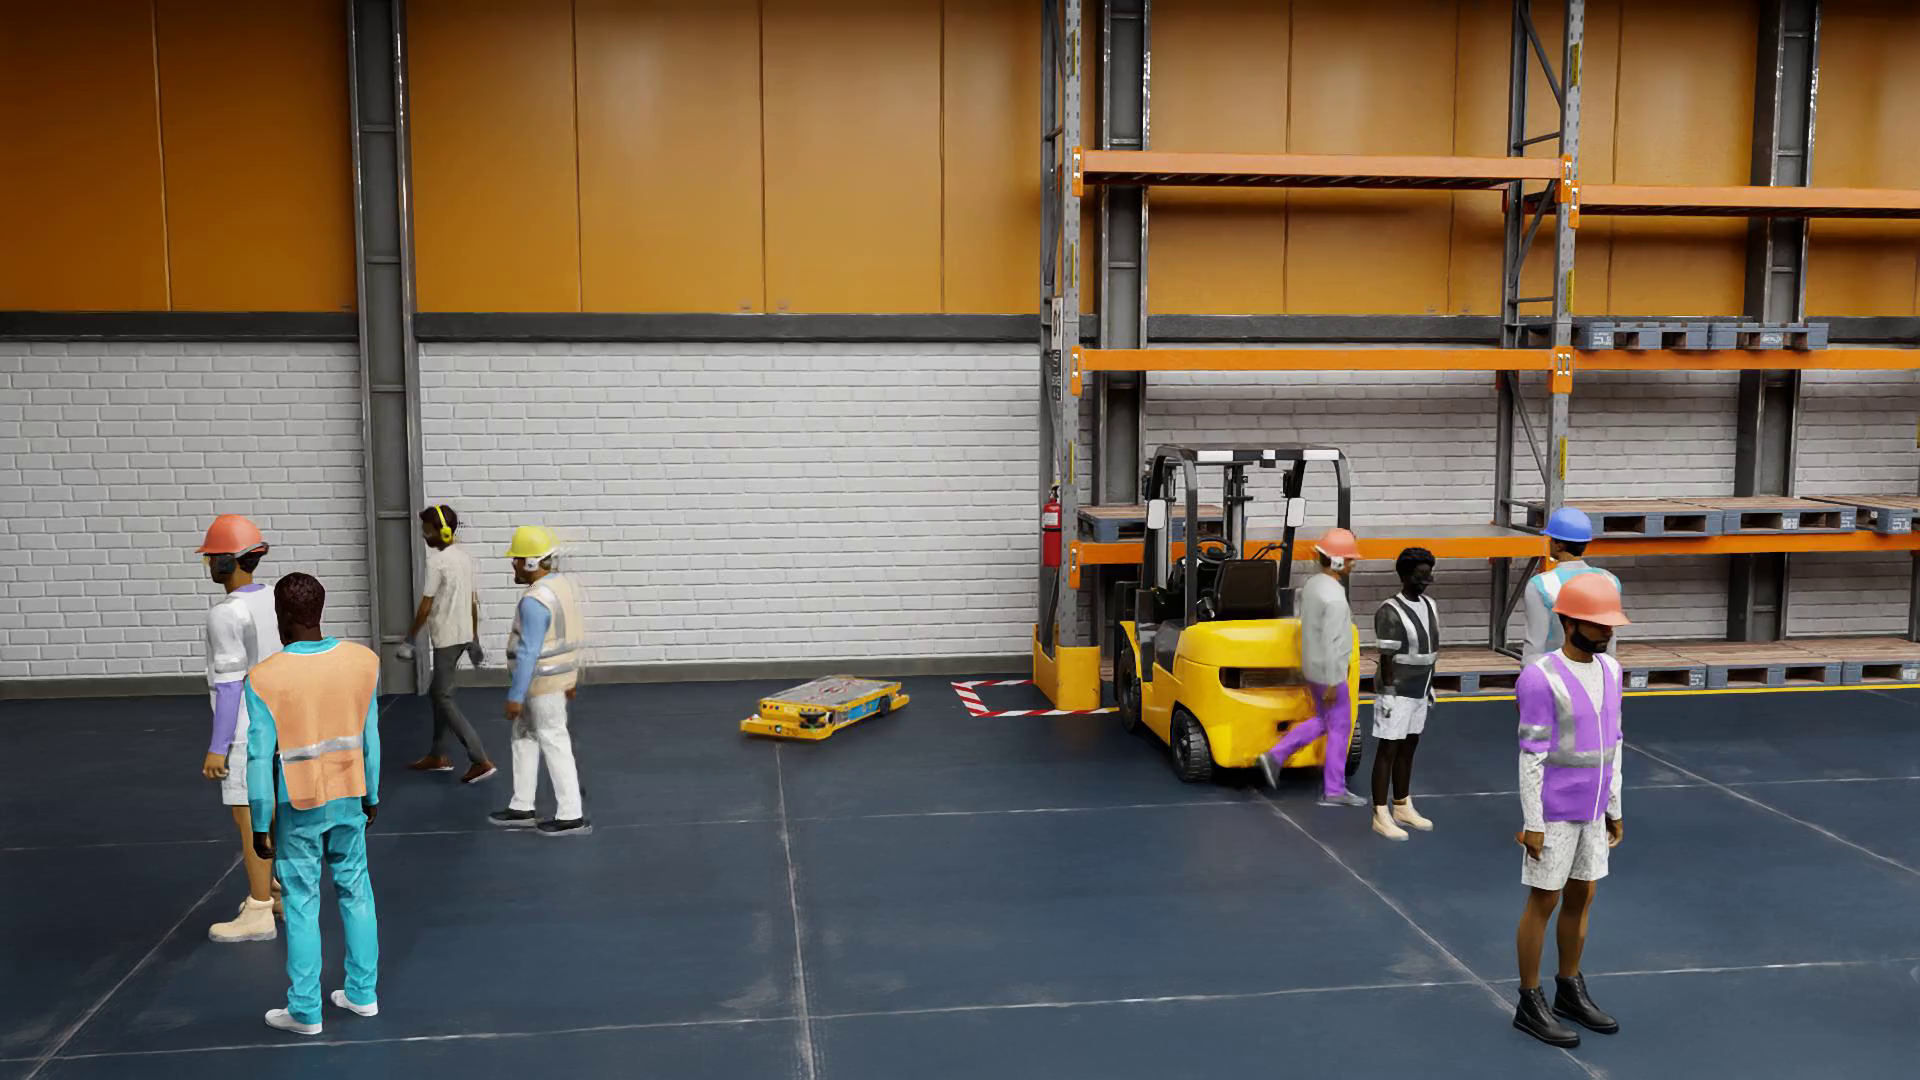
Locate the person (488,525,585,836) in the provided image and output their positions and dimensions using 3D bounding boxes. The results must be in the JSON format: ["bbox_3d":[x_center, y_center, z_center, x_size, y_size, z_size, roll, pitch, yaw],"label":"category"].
[{"bbox_3d":[-2.513,0.819,9.599,0.733,1.809,0.607,0,7,0],"label":"person"}]

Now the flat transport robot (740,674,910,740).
[{"bbox_3d":[-0.998,1.246,12.590,0.652,0.197,1.431,3,7,26],"label":"flat transport robot"}]

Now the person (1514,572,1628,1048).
[{"bbox_3d":[2.512,1.087,6.785,0.543,1.931,0.387,-4,7,-30],"label":"person"}]

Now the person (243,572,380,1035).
[{"bbox_3d":[-2.663,1.086,6.895,0.397,1.911,0.587,5,8,38],"label":"person"}]

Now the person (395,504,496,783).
[{"bbox_3d":[-3.359,0.672,10.895,0.743,1.833,0.494,1,7,7],"label":"person"}]

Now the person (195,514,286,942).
[{"bbox_3d":[-3.433,0.894,7.976,0.379,2.045,0.605,1,7,4],"label":"person"}]

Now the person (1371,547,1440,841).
[{"bbox_3d":[2.590,0.875,9.658,0.536,1.694,0.322,-6,9,-44],"label":"person"}]

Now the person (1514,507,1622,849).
[{"bbox_3d":[3.392,0.789,9.302,0.612,1.950,0.377,-2,7,-19],"label":"person"}]

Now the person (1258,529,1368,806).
[{"bbox_3d":[2.206,0.785,10.263,0.578,1.728,0.573,-1,7,-5],"label":"person"}]

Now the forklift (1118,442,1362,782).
[{"bbox_3d":[1.912,0.418,11.496,1.214,2.155,2.313,-1,7,-8],"label":"forklift"}]
